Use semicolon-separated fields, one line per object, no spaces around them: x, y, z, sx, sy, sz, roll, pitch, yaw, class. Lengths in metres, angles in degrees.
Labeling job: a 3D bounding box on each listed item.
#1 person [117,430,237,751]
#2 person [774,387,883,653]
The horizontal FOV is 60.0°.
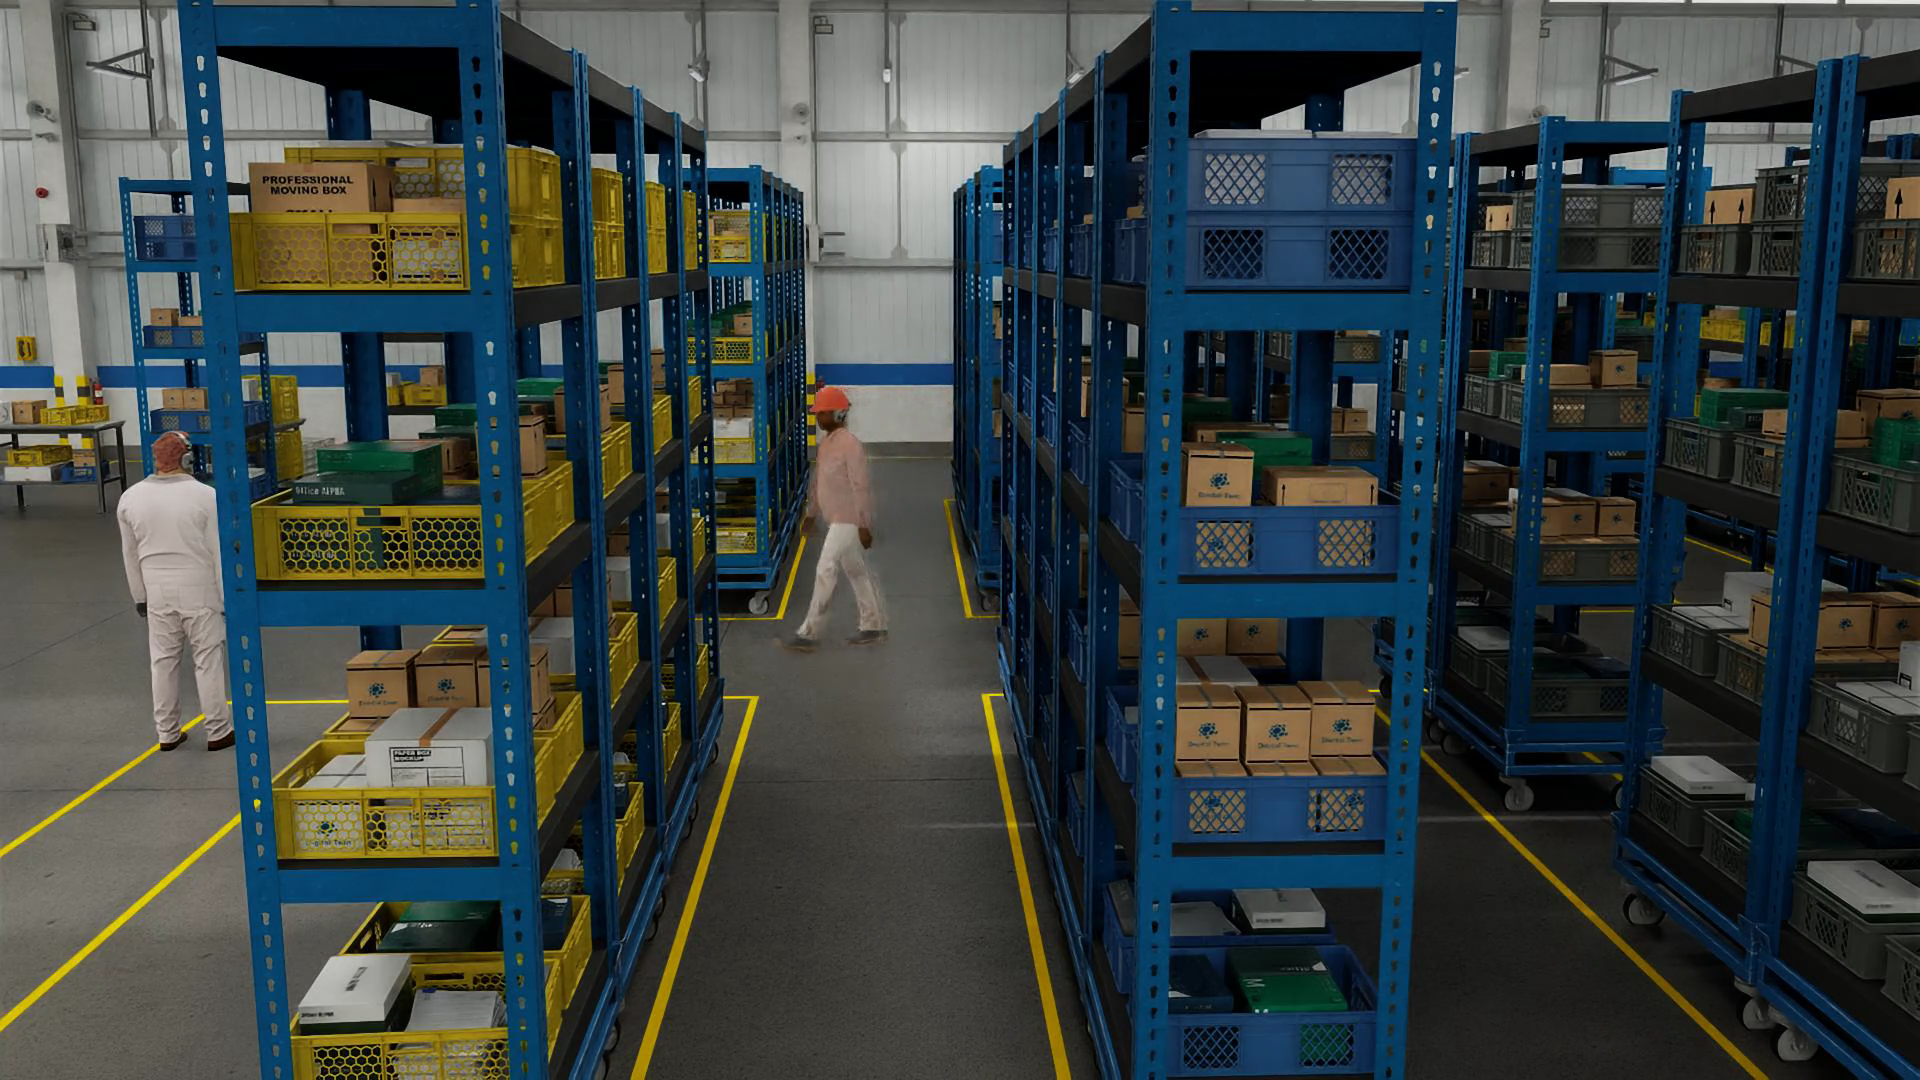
-4.567;0.306;9.821;0.647;1.908;0.409;0;10;2;person
-0.989;-0.148;12.256;0.978;1.947;0.611;-4;11;-21;person
